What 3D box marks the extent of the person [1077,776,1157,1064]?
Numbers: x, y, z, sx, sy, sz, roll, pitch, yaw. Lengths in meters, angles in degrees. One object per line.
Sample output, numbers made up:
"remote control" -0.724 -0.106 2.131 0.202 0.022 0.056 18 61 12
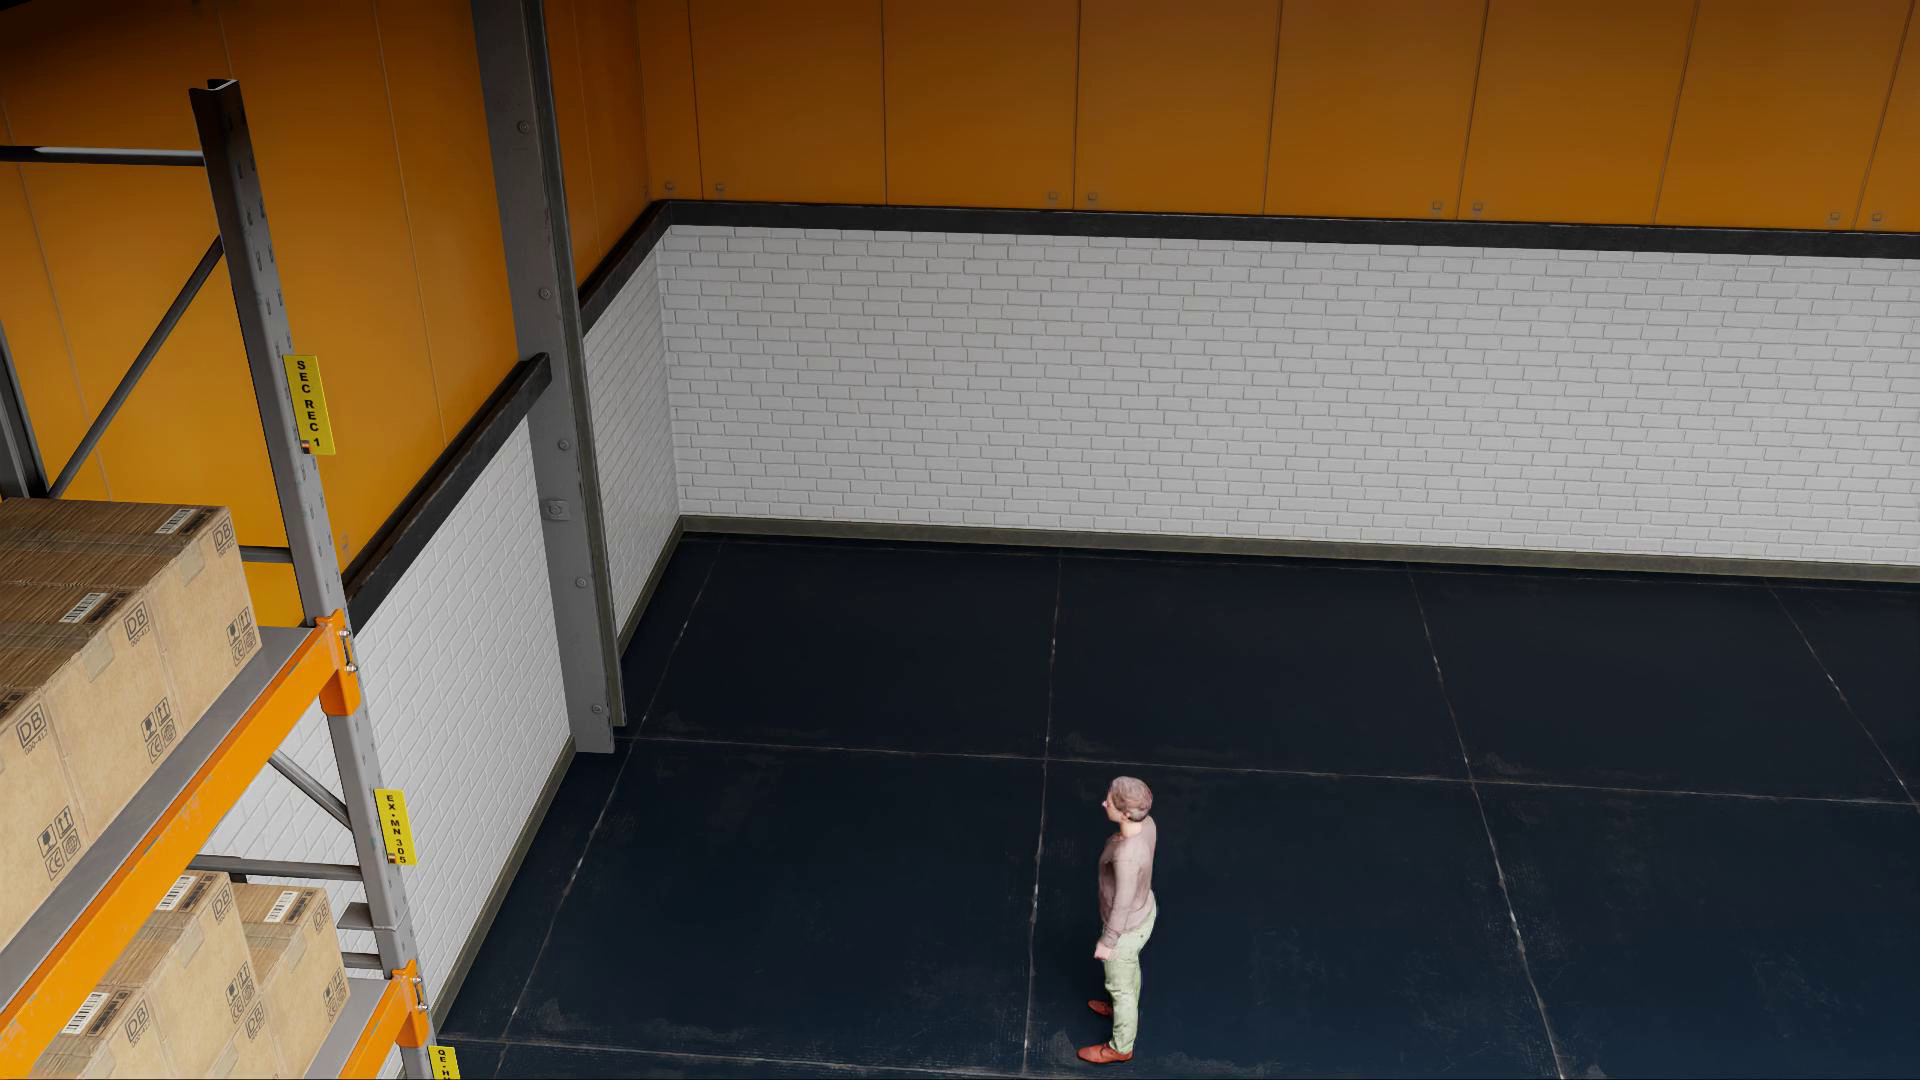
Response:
"person" 0.909 2.062 9.065 0.804 1.873 0.591 8 30 14
